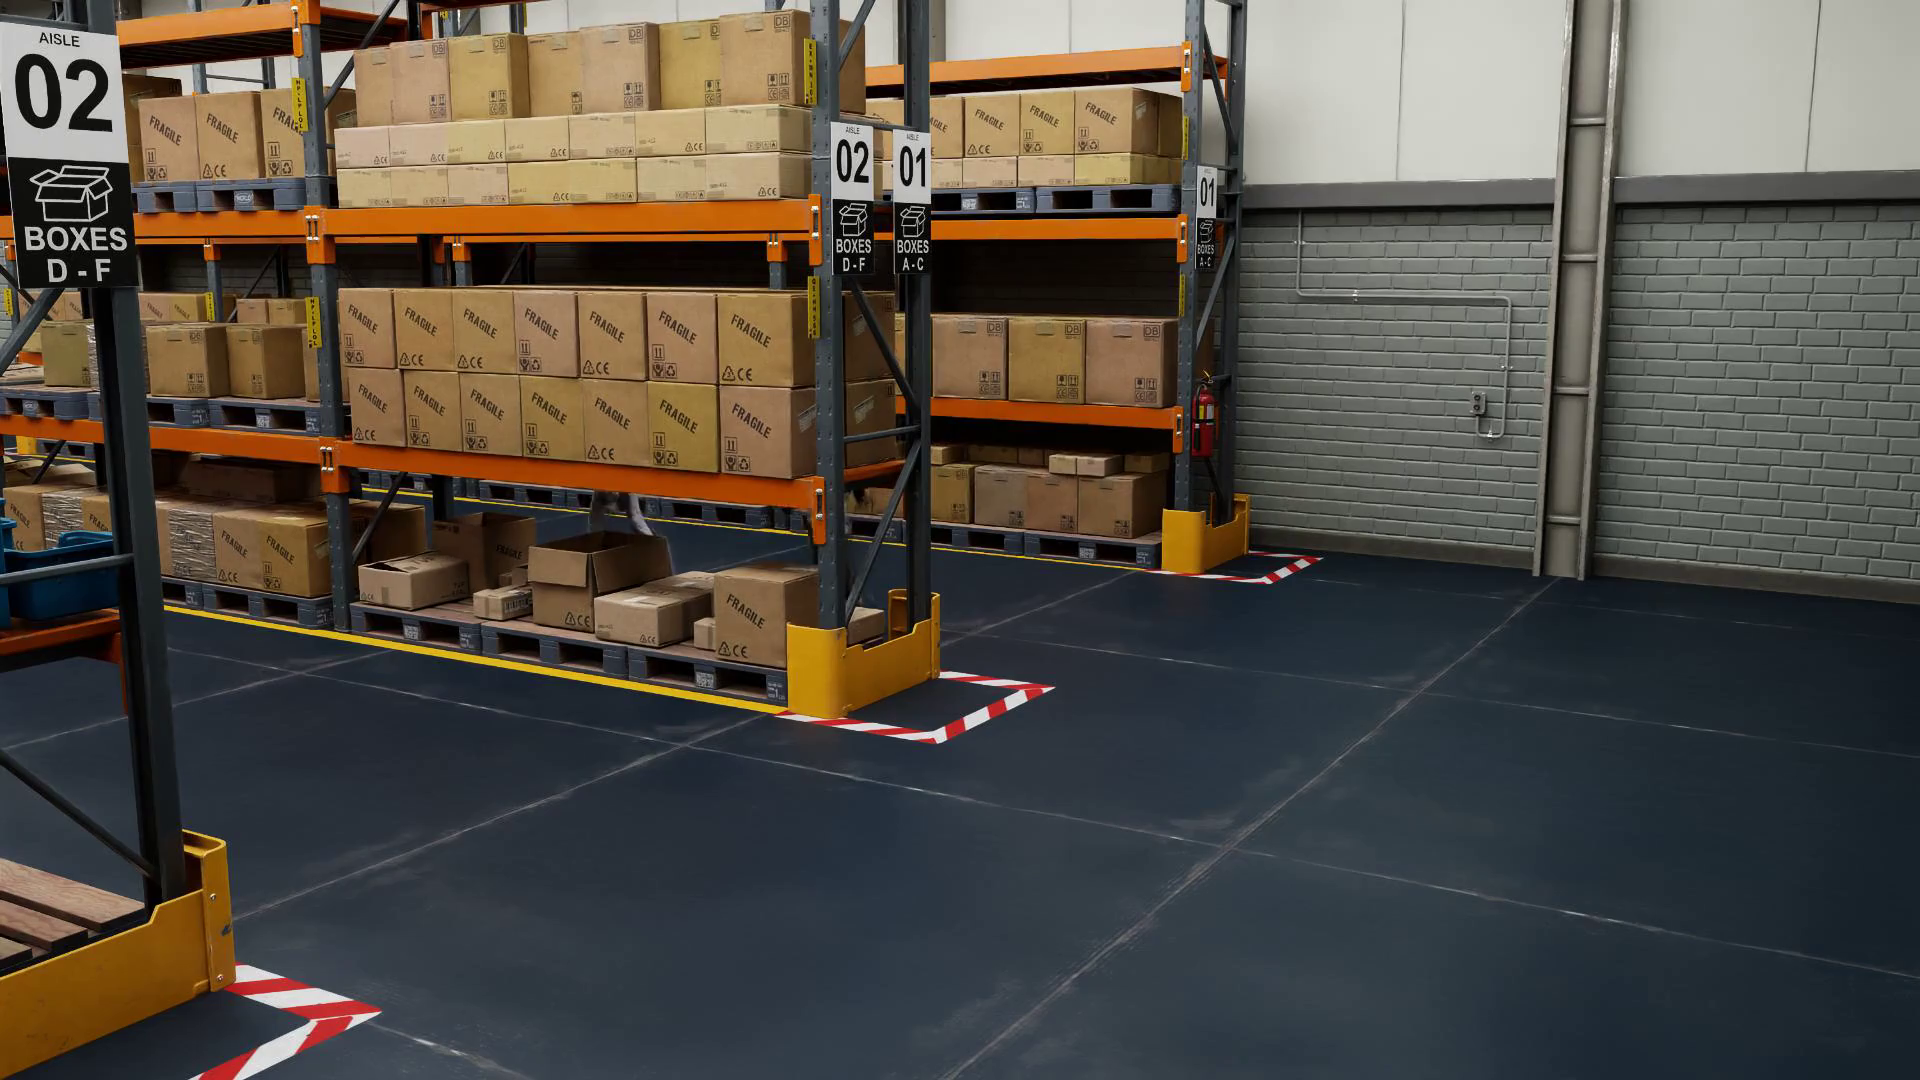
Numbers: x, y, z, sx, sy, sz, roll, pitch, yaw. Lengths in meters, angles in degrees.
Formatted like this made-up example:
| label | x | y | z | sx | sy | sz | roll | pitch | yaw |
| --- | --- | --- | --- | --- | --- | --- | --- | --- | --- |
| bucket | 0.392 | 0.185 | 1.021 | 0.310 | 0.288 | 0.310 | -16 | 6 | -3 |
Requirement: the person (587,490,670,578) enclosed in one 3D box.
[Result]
| label | x | y | z | sx | sy | sz | roll | pitch | yaw |
| --- | --- | --- | --- | --- | --- | --- | --- | --- | --- |
| person | -2.555 | -0.499 | 12.498 | 0.955 | 1.833 | 0.522 | 7 | 12 | 35 |

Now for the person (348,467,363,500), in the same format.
| label | x | y | z | sx | sy | sz | roll | pitch | yaw |
| --- | --- | --- | --- | --- | --- | --- | --- | --- | --- |
| person | -5.679 | -0.983 | 15.069 | 0.391 | 1.914 | 0.587 | 7 | 12 | 35 |

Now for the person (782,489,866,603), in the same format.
| label | x | y | z | sx | sy | sz | roll | pitch | yaw |
| --- | --- | --- | --- | --- | --- | --- | --- | --- | --- |
| person | -1.004 | -0.403 | 11.379 | 0.806 | 2.007 | 0.623 | 6 | 11 | 29 |
